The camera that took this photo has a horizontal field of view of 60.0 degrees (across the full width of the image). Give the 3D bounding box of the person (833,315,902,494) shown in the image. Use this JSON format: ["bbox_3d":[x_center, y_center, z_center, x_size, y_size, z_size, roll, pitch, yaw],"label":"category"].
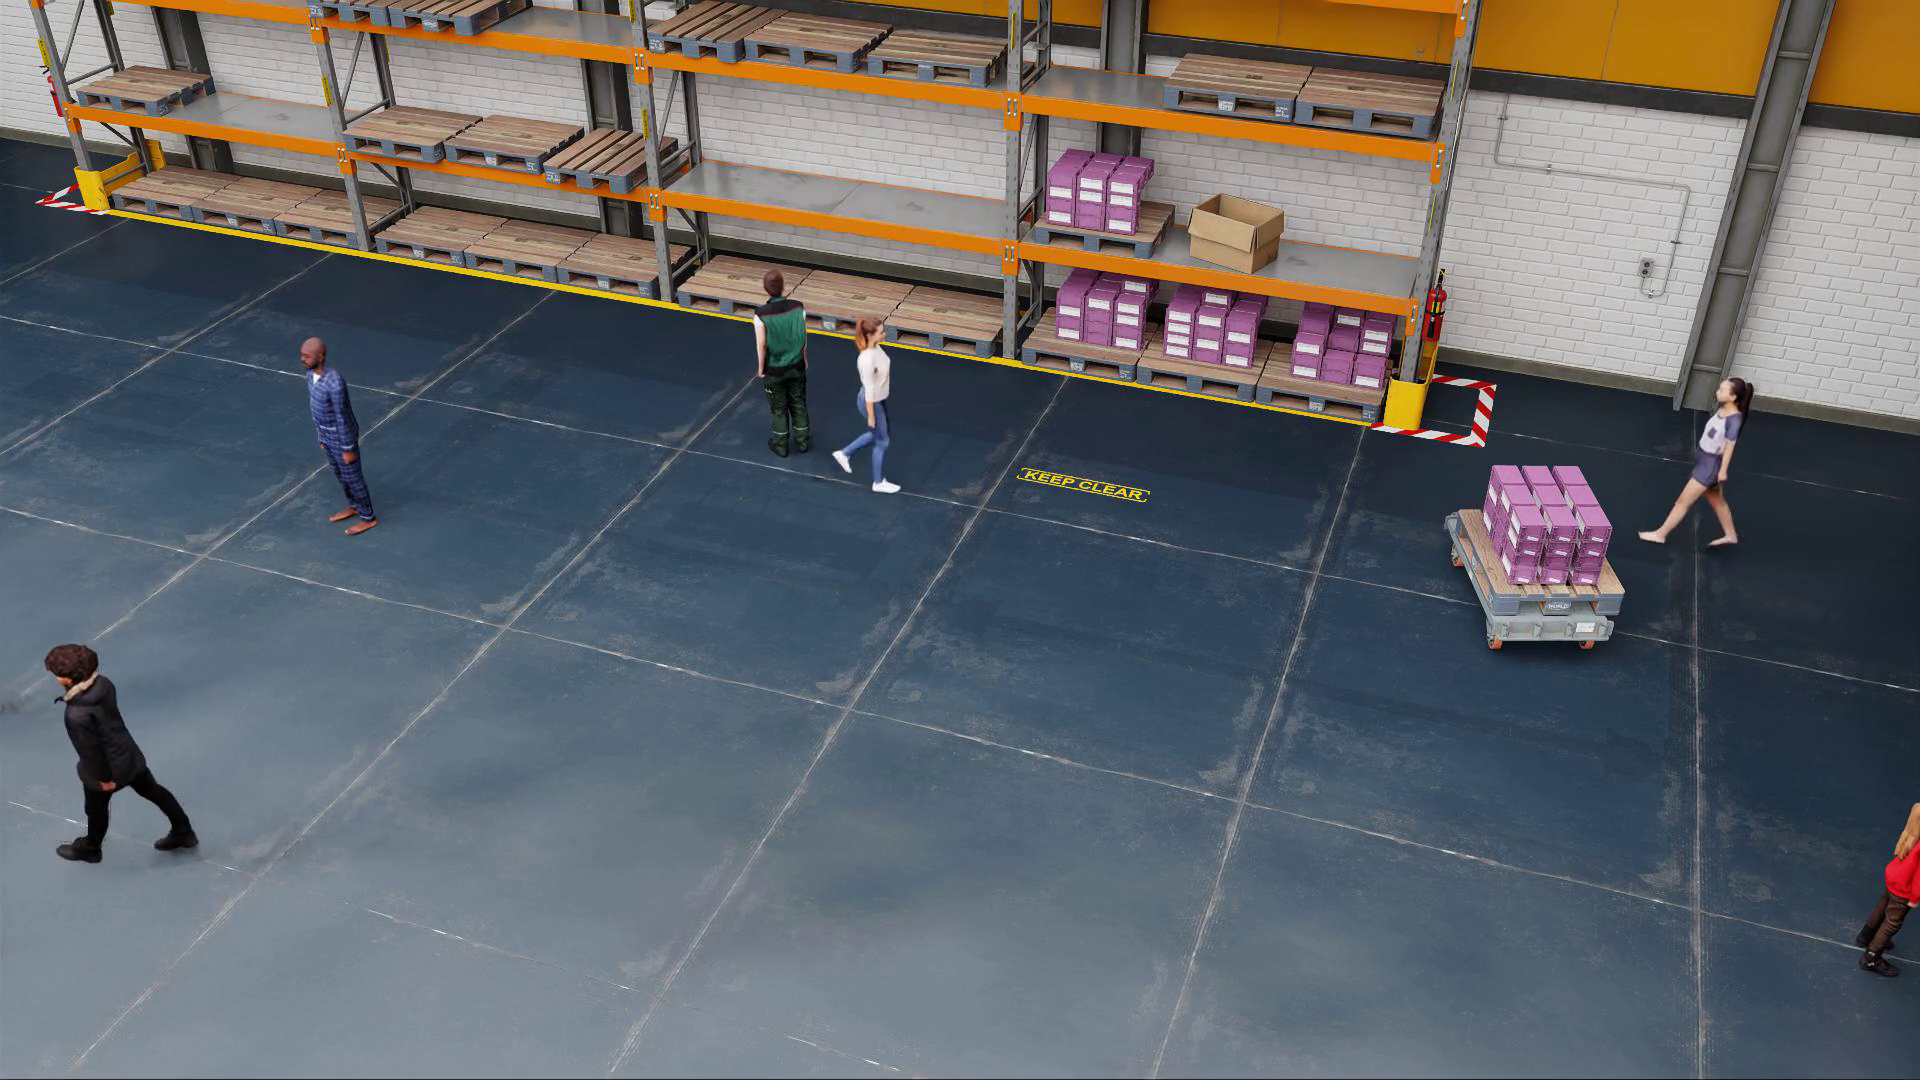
[{"bbox_3d":[-0.846,-1.194,14.694,0.922,1.705,0.721,5,34,7],"label":"person"}]

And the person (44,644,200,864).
[{"bbox_3d":[-5.400,1.412,10.753,1.190,1.728,0.917,-1,34,-2],"label":"person"}]

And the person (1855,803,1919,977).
[{"bbox_3d":[5.762,2.092,10.134,0.474,1.280,0.483,11,35,15],"label":"person"}]

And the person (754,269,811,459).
[{"bbox_3d":[-1.615,-1.613,15.202,0.727,1.841,0.790,-14,36,-20],"label":"person"}]

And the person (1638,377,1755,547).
[{"bbox_3d":[6.369,-0.599,13.887,1.039,1.607,0.650,9,35,13],"label":"person"}]

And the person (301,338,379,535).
[{"bbox_3d":[-5.303,-0.915,14.173,0.682,1.817,0.808,29,43,36],"label":"person"}]
